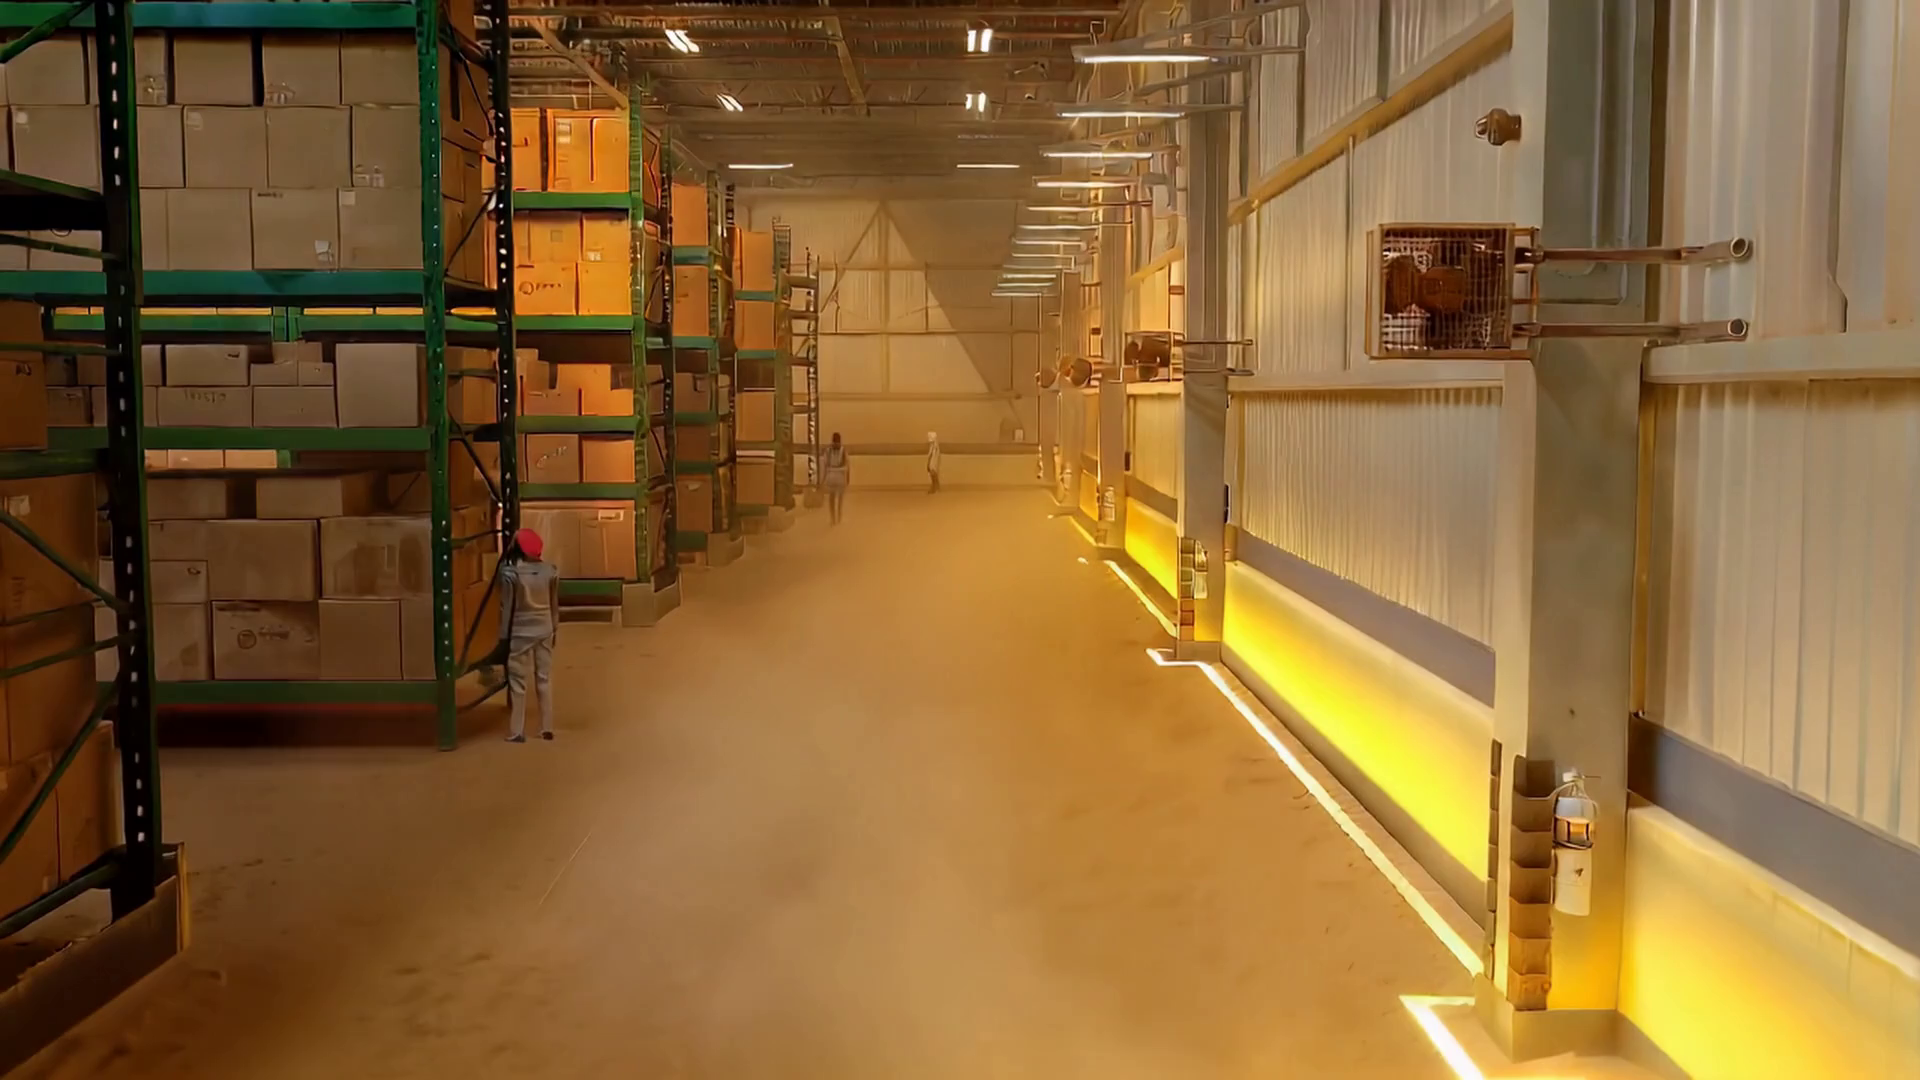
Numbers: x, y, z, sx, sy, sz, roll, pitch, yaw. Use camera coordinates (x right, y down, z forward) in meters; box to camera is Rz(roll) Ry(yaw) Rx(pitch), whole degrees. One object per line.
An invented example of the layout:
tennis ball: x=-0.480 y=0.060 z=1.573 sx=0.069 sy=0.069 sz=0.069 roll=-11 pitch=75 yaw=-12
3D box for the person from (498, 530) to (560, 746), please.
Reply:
person: x=-3.244 y=0.734 z=12.553 sx=0.320 sy=1.630 sz=0.521 roll=4 pitch=7 yaw=42

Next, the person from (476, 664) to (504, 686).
person: x=-4.570 y=0.432 z=15.180 sx=0.907 sy=1.794 sz=0.603 roll=1 pitch=5 yaw=13

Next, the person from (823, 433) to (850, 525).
person: x=-2.533 y=-1.243 z=34.115 sx=0.565 sy=1.882 sz=0.975 roll=0 pitch=5 yaw=-1

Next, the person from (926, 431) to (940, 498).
person: x=-0.728 y=-1.970 z=43.436 sx=0.361 sy=1.742 sz=0.563 roll=-3 pitch=6 yaw=-27
